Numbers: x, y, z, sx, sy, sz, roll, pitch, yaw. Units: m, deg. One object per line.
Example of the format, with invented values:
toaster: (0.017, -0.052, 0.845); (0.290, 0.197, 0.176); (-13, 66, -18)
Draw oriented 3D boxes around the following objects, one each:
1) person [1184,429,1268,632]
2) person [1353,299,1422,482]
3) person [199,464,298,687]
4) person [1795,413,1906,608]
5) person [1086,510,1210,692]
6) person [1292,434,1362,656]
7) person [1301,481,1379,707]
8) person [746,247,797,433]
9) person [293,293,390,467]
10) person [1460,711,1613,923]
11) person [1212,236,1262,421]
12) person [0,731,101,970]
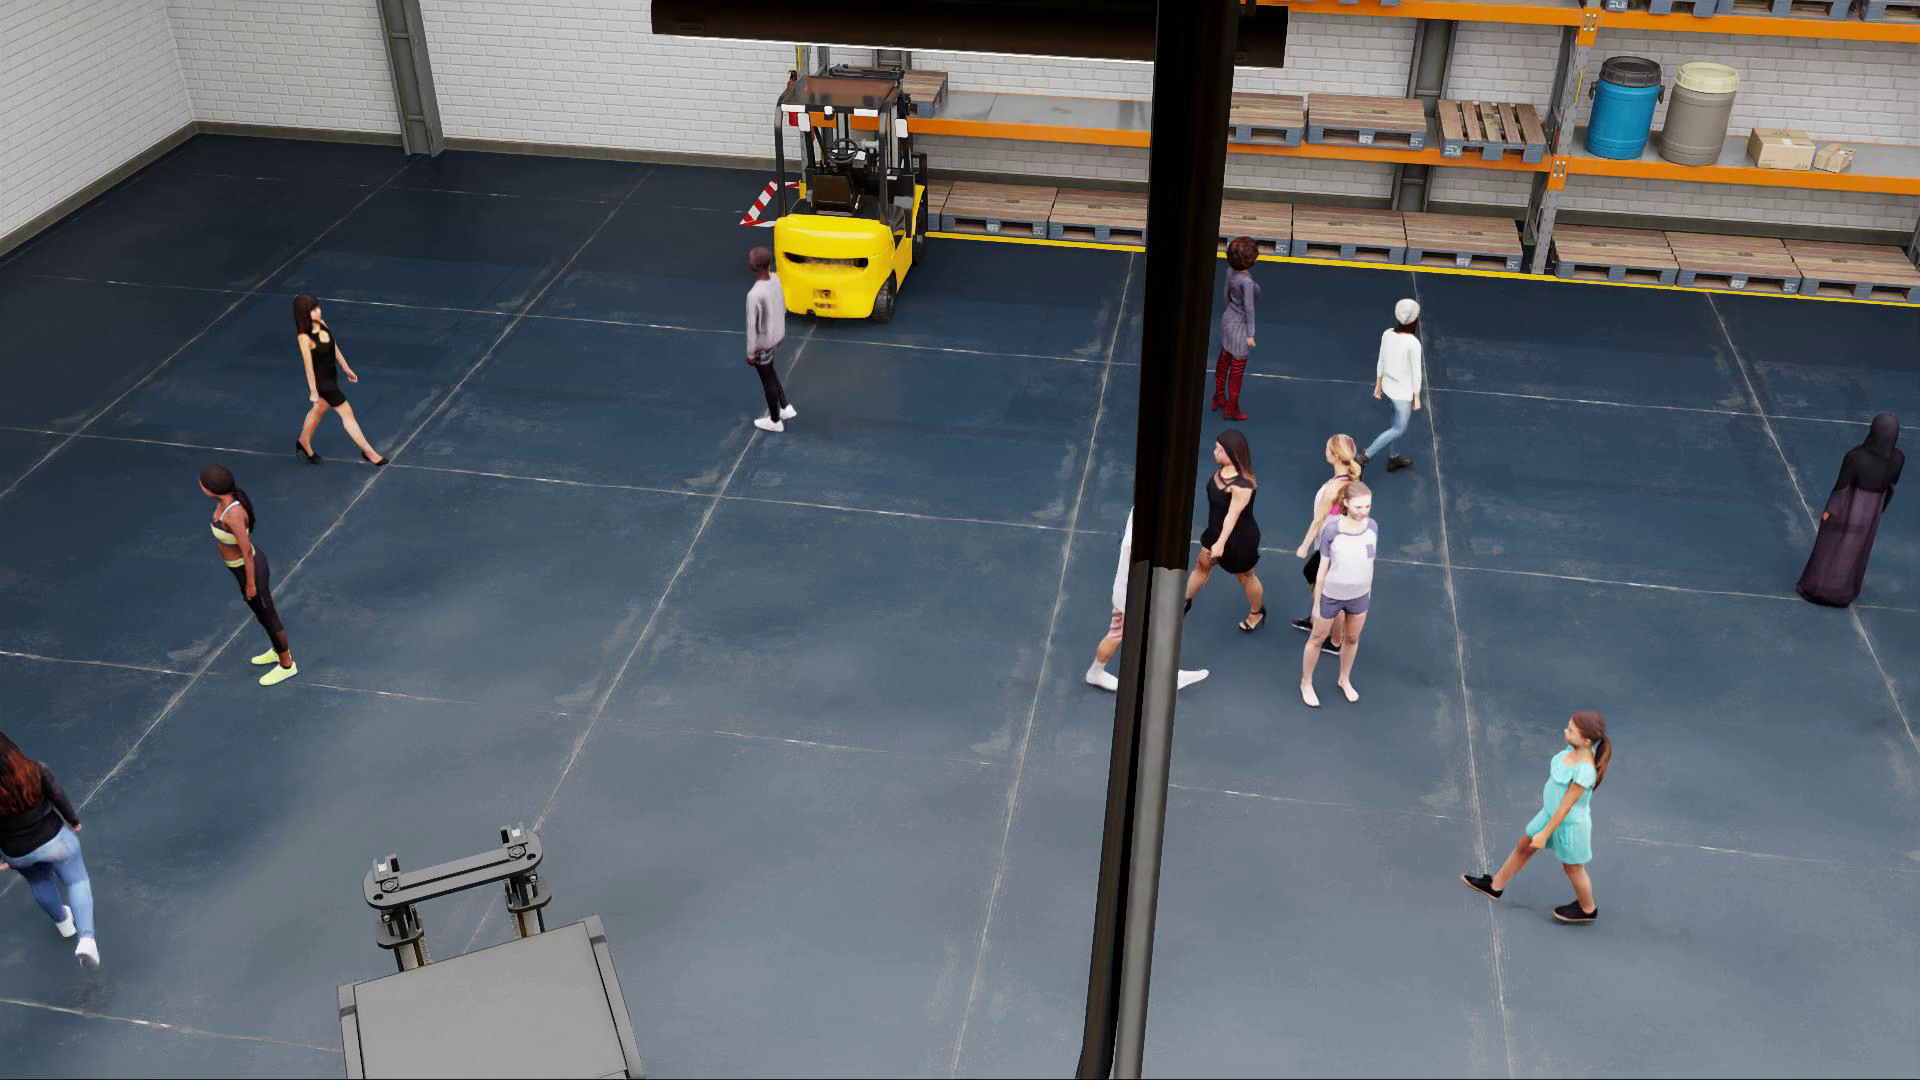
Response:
person: (2.062, -0.027, 12.021); (1.098, 1.674, 0.863); (-4, 34, -6)
person: (3.595, -1.222, 13.857); (1.040, 1.631, 0.928); (-17, 37, -24)
person: (-4.934, 0.214, 11.585); (0.679, 1.755, 0.645); (-15, 37, -22)
person: (6.671, -0.240, 12.394); (0.557, 1.615, 0.688); (2, 34, 2)
person: (1.126, 0.356, 11.389); (1.091, 1.735, 0.712); (8, 34, 12)
person: (2.732, 0.085, 11.763); (0.796, 1.772, 0.737); (18, 37, 24)
person: (2.615, 0.357, 11.363); (0.589, 1.764, 0.703); (-6, 34, -9)
person: (-1.601, -1.720, 14.483); (0.688, 1.768, 0.686); (13, 36, 18)
person: (-5.437, -1.325, 14.036); (1.080, 1.604, 0.672); (1, 34, 1)
person: (3.581, 1.652, 9.635); (1.027, 1.519, 0.589); (7, 34, 10)
person: (2.456, -1.880, 14.776); (0.676, 1.711, 0.667); (-11, 35, -16)
person: (-5.193, 1.756, 9.394); (1.035, 1.613, 1.060); (-19, 38, -26)
